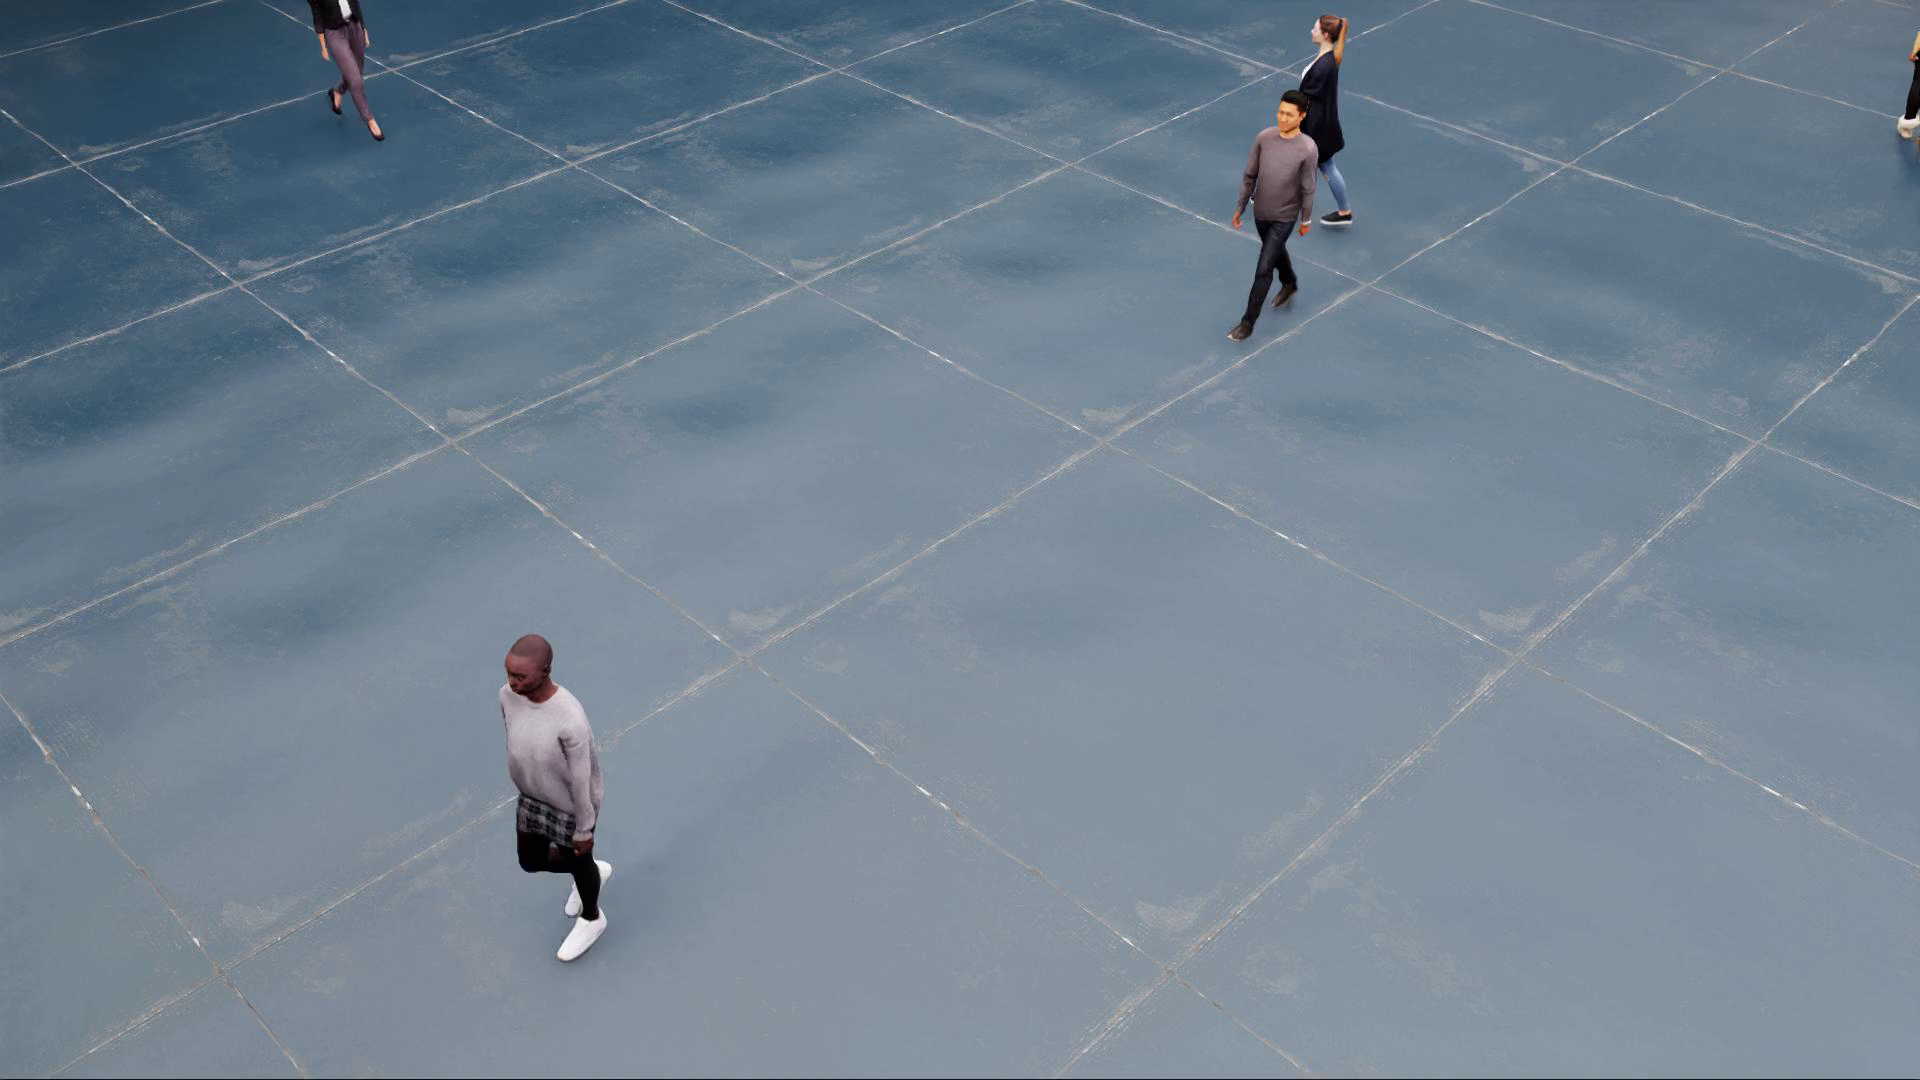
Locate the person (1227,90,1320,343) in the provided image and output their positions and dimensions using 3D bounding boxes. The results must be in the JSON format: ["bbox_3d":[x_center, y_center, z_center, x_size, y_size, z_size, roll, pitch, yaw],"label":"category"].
[{"bbox_3d":[2.241,-2.288,11.548,1.150,1.728,0.649,31,47,34],"label":"person"}]

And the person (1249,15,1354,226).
[{"bbox_3d":[2.820,-3.159,12.772,1.035,1.632,1.147,10,38,13],"label":"person"}]

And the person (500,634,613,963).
[{"bbox_3d":[-1.646,1.056,7.119,0.710,1.764,0.766,19,41,23],"label":"person"}]

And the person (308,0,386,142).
[{"bbox_3d":[-5.306,-4.263,14.217,0.775,1.642,0.986,23,43,28],"label":"person"}]
